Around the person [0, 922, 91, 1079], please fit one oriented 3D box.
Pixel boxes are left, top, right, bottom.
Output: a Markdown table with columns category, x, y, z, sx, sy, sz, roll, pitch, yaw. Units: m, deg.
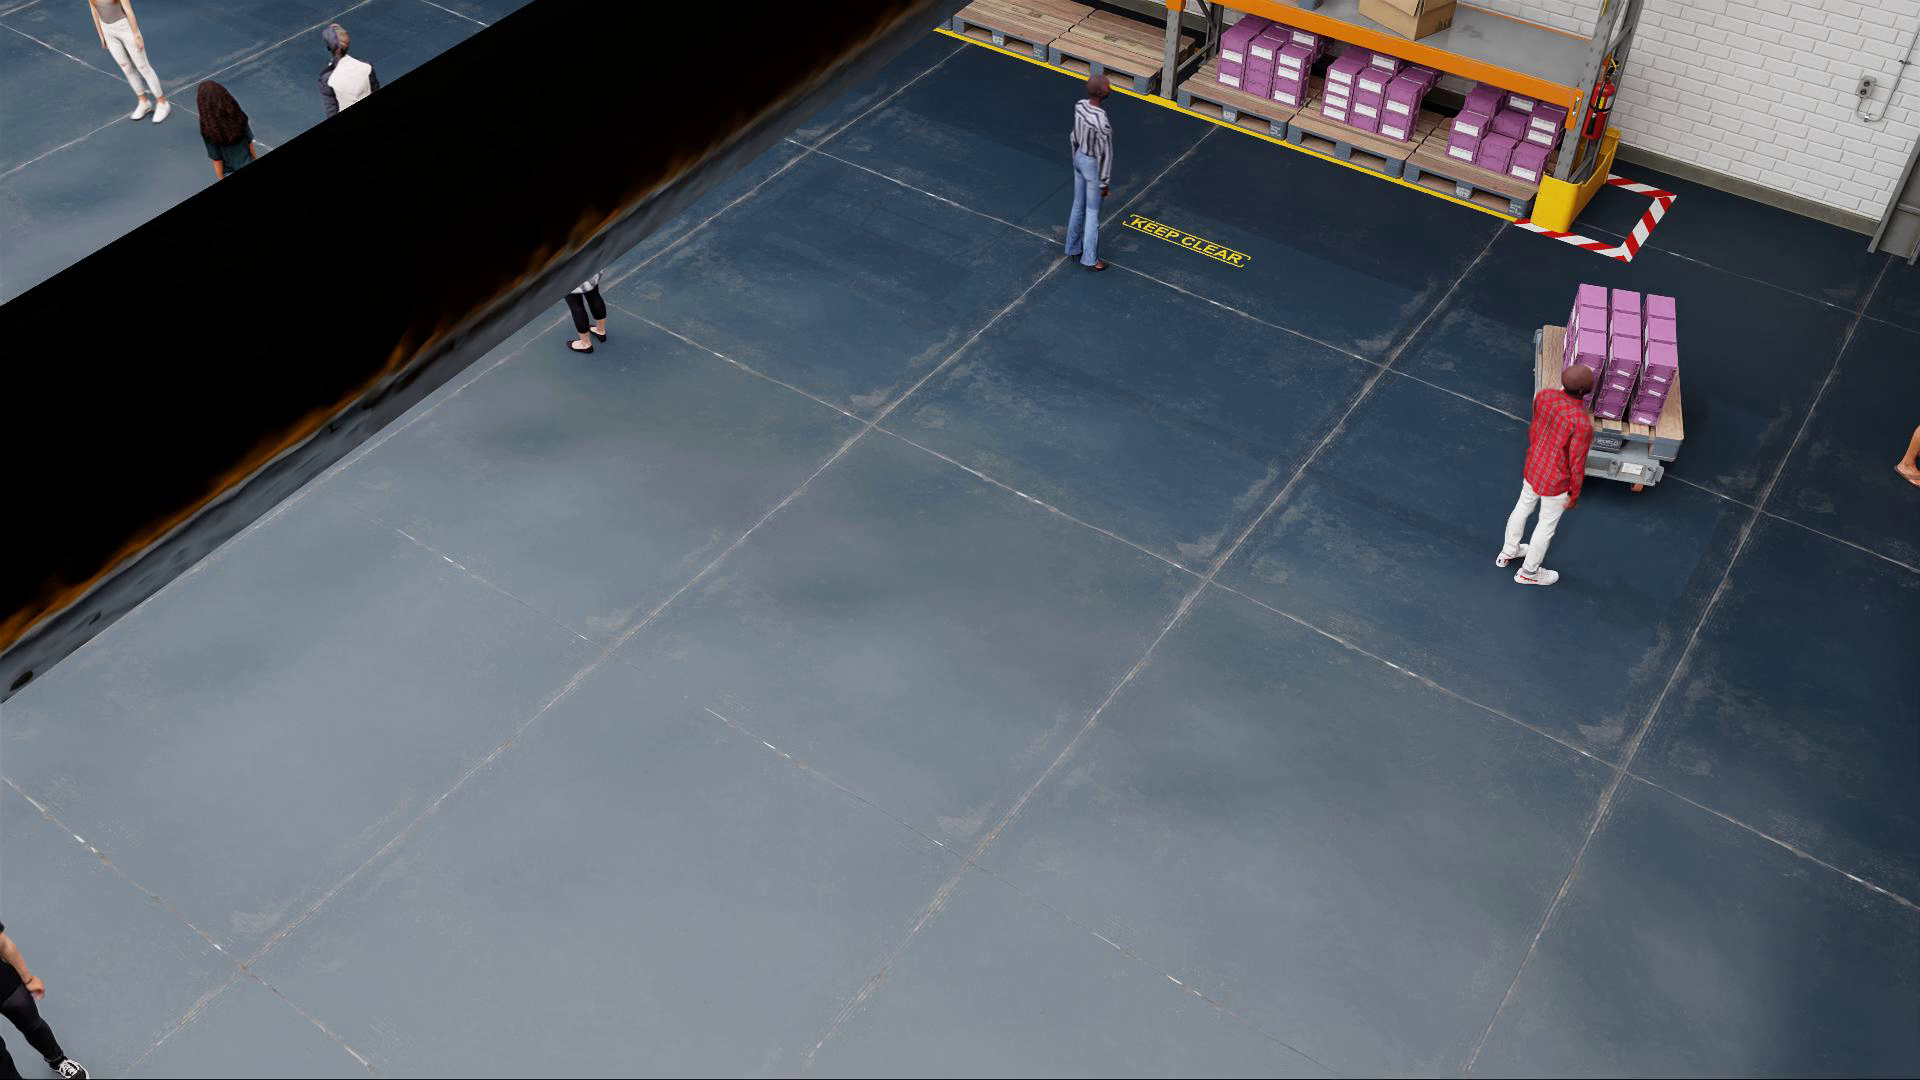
| category | x | y | z | sx | sy | sz | roll | pitch | yaw |
| --- | --- | --- | --- | --- | --- | --- | --- | --- | --- |
| person | -4.938 | 2.286 | 8.393 | 0.575 | 1.837 | 0.663 | 33 | 53 | 30 |

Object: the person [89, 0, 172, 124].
| category | x | y | z | sx | sy | sz | roll | pitch | yaw |
| --- | --- | --- | --- | --- | --- | --- | --- | --- | --- |
| person | -8.050 | -4.870 | 15.991 | 0.589 | 1.718 | 0.717 | 6 | 44 | 6 |

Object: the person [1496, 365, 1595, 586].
| category | x | y | z | sx | sy | sz | roll | pitch | yaw |
| --- | --- | --- | --- | --- | --- | --- | --- | --- | --- |
| person | 4.004 | -0.458 | 11.286 | 0.816 | 1.820 | 0.708 | -16 | 46 | -16 |

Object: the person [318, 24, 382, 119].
| category | x | y | z | sx | sy | sz | roll | pitch | yaw |
| --- | --- | --- | --- | --- | --- | --- | --- | --- | --- |
| person | -5.229 | -3.587 | 14.517 | 0.729 | 1.893 | 0.665 | -32 | 52 | -29 |

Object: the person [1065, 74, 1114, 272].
| category | x | y | z | sx | sy | sz | roll | pitch | yaw |
| --- | --- | --- | --- | --- | --- | --- | --- | --- | --- |
| person | 1.109 | -3.114 | 14.092 | 0.757 | 1.794 | 0.634 | -20 | 47 | -20 |

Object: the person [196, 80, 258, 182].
| category | x | y | z | sx | sy | sz | roll | pitch | yaw |
| --- | --- | --- | --- | --- | --- | --- | --- | --- | --- |
| person | -6.213 | -3.186 | 14.297 | 0.588 | 1.615 | 0.600 | 28 | 50 | 26 |
